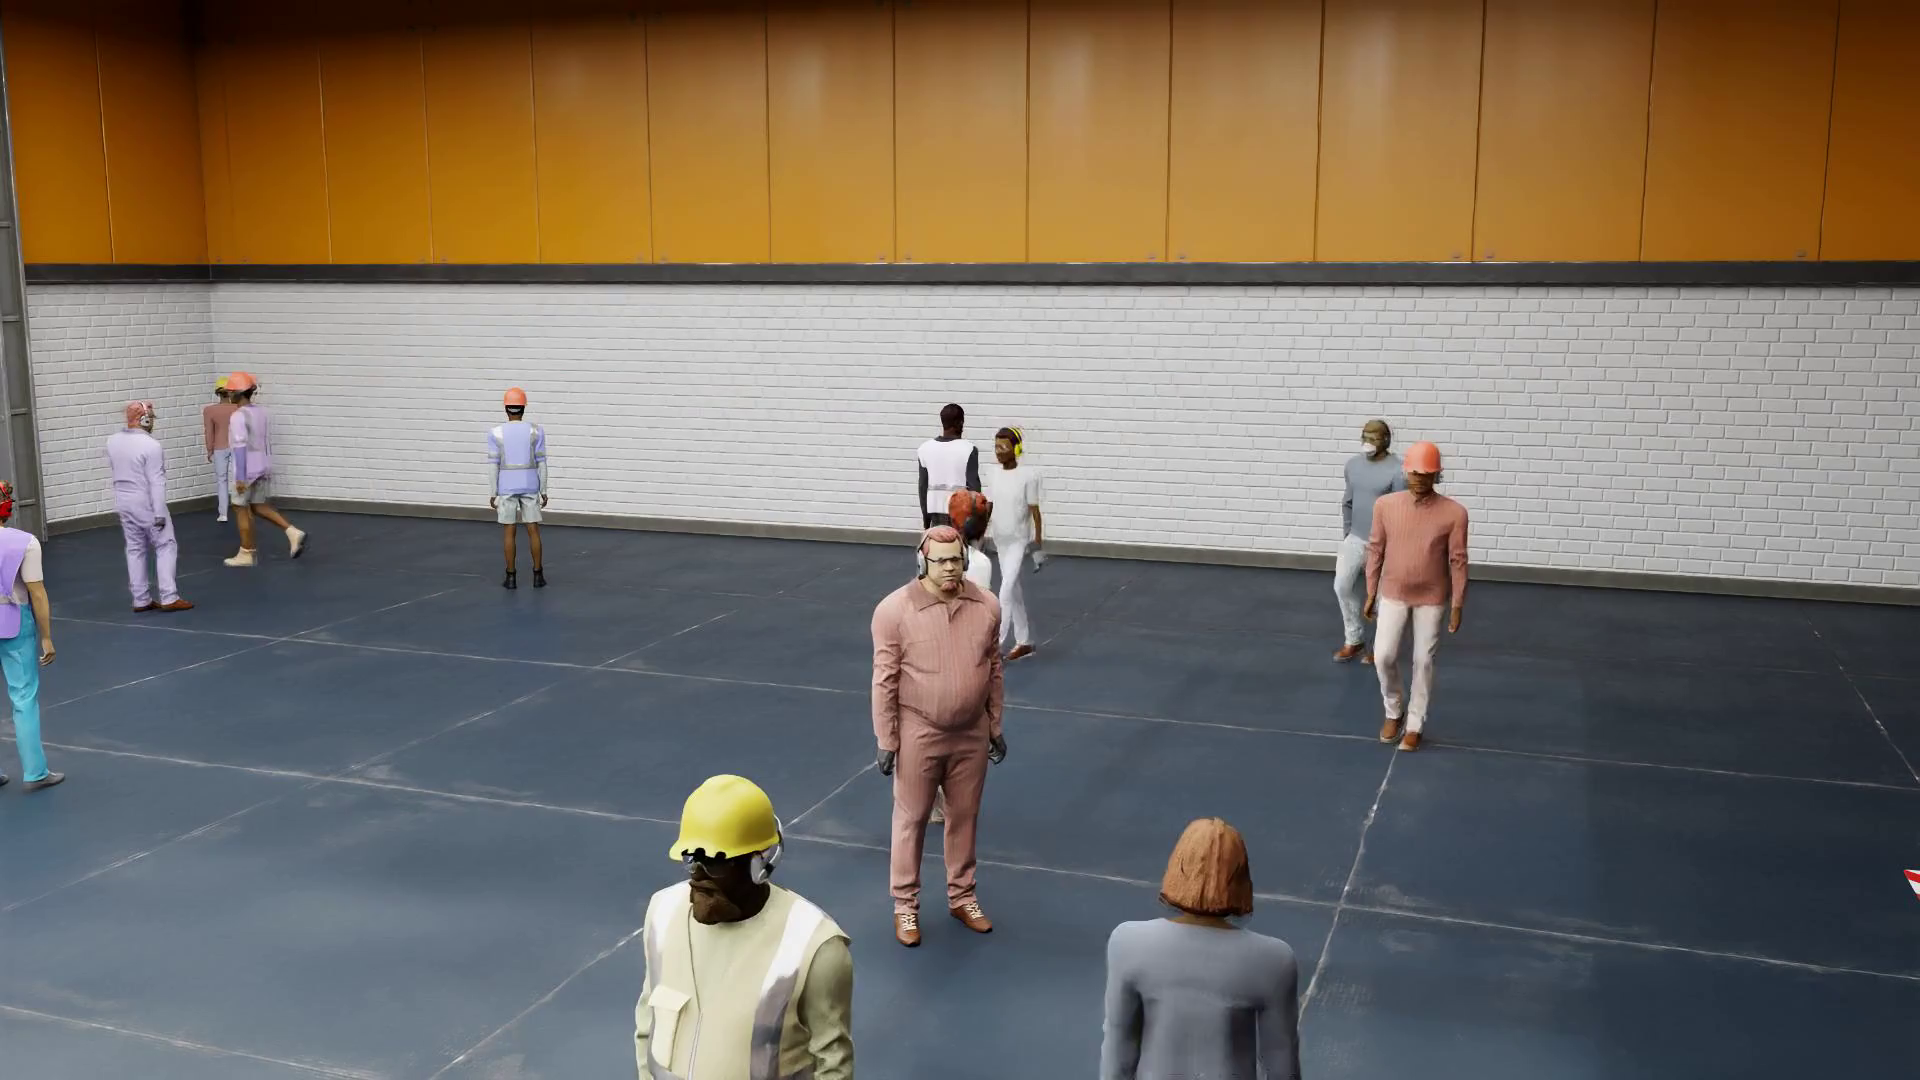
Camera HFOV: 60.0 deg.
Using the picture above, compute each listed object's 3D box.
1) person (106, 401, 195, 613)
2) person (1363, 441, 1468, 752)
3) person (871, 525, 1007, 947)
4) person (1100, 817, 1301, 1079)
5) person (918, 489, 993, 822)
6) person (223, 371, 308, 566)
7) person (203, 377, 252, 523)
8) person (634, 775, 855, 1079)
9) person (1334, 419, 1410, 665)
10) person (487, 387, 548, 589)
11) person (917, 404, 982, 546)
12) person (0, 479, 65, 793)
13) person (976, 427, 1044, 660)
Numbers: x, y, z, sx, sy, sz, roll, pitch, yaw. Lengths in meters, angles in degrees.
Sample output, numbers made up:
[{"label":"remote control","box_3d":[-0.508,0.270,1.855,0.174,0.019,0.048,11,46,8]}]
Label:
[{"label":"person","box_3d":[-7.242,-0.288,14.799,0.666,1.900,0.464,4,10,24]},{"label":"person","box_3d":[2.872,0.362,10.503,0.649,1.980,0.438,4,10,24]},{"label":"person","box_3d":[-0.077,0.876,7.550,0.651,1.906,0.403,-4,10,-24]},{"label":"person","box_3d":[0.643,1.521,4.437,0.520,1.616,0.436,2,9,14]},{"label":"person","box_3d":[-0.020,0.646,9.102,0.423,1.873,0.600,-9,13,-43]},{"label":"person","box_3d":[-7.211,-0.723,17.103,0.773,2.028,0.606,0,9,2]},{"label":"person","box_3d":[-8.877,-1.092,20.195,0.524,1.769,0.308,-5,10,-29]},{"label":"person","box_3d":[-0.553,1.465,4.121,0.591,1.834,0.404,4,10,24]},{"label":"person","box_3d":[3.132,0.028,12.766,0.602,1.916,0.651,-7,12,-39]},{"label":"person","box_3d":[-4.244,-0.498,15.977,0.552,1.935,0.373,-3,10,-19]},{"label":"person","box_3d":[-0.086,-0.209,14.262,0.587,1.914,0.390,5,10,28]},{"label":"person","box_3d":[-5.576,0.567,9.652,0.572,1.843,0.373,0,9,-3]},{"label":"person","box_3d":[0.299,0.062,12.793,0.554,1.837,0.861,9,13,44]}]
